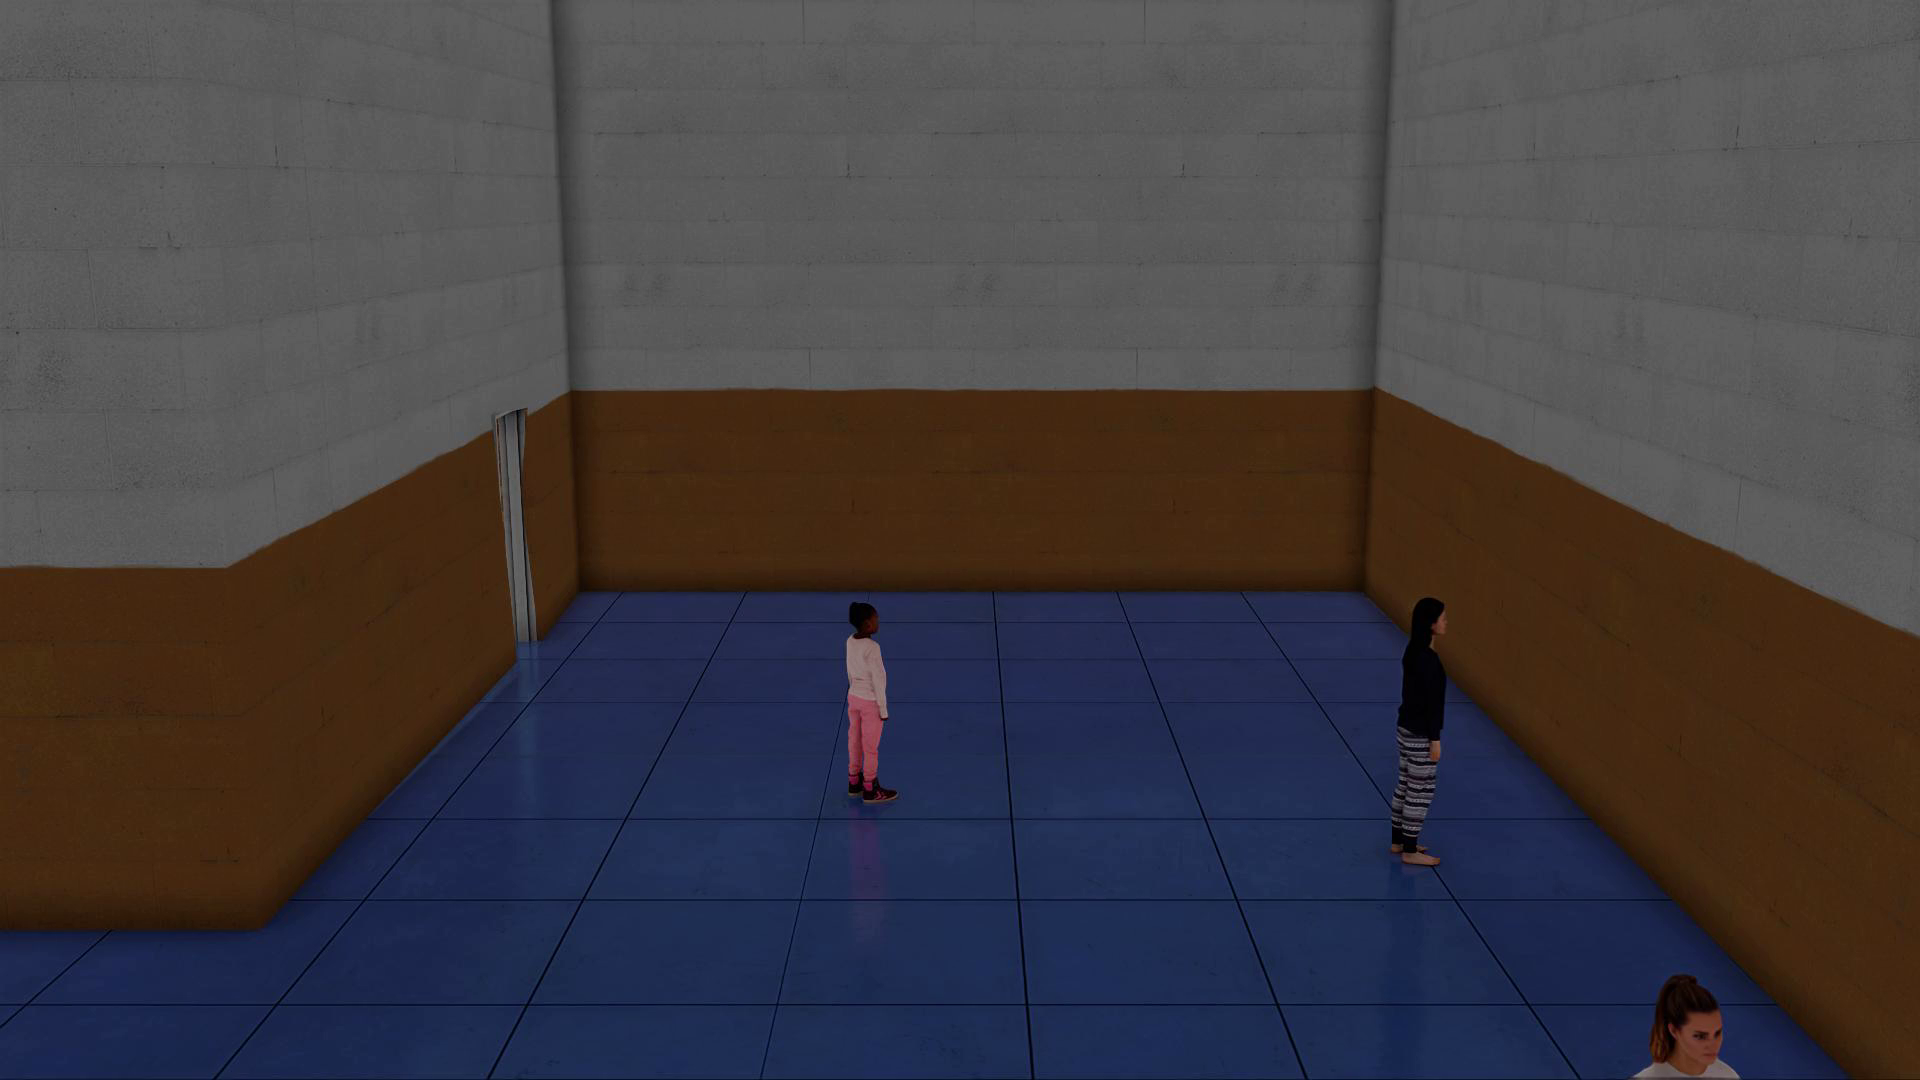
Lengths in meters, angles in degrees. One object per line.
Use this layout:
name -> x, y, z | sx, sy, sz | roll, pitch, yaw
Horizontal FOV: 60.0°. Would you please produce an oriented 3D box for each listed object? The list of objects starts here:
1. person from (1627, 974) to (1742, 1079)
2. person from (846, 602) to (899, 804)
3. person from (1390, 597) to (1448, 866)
person -> 2.378, 2.283, 5.577 | 0.550, 1.719, 0.719 | -3, 12, -15
person -> -0.665, 1.125, 11.746 | 0.665, 1.442, 0.625 | -9, 15, -36
person -> 2.939, 1.208, 10.647 | 0.524, 1.733, 0.618 | -1, 12, -4
